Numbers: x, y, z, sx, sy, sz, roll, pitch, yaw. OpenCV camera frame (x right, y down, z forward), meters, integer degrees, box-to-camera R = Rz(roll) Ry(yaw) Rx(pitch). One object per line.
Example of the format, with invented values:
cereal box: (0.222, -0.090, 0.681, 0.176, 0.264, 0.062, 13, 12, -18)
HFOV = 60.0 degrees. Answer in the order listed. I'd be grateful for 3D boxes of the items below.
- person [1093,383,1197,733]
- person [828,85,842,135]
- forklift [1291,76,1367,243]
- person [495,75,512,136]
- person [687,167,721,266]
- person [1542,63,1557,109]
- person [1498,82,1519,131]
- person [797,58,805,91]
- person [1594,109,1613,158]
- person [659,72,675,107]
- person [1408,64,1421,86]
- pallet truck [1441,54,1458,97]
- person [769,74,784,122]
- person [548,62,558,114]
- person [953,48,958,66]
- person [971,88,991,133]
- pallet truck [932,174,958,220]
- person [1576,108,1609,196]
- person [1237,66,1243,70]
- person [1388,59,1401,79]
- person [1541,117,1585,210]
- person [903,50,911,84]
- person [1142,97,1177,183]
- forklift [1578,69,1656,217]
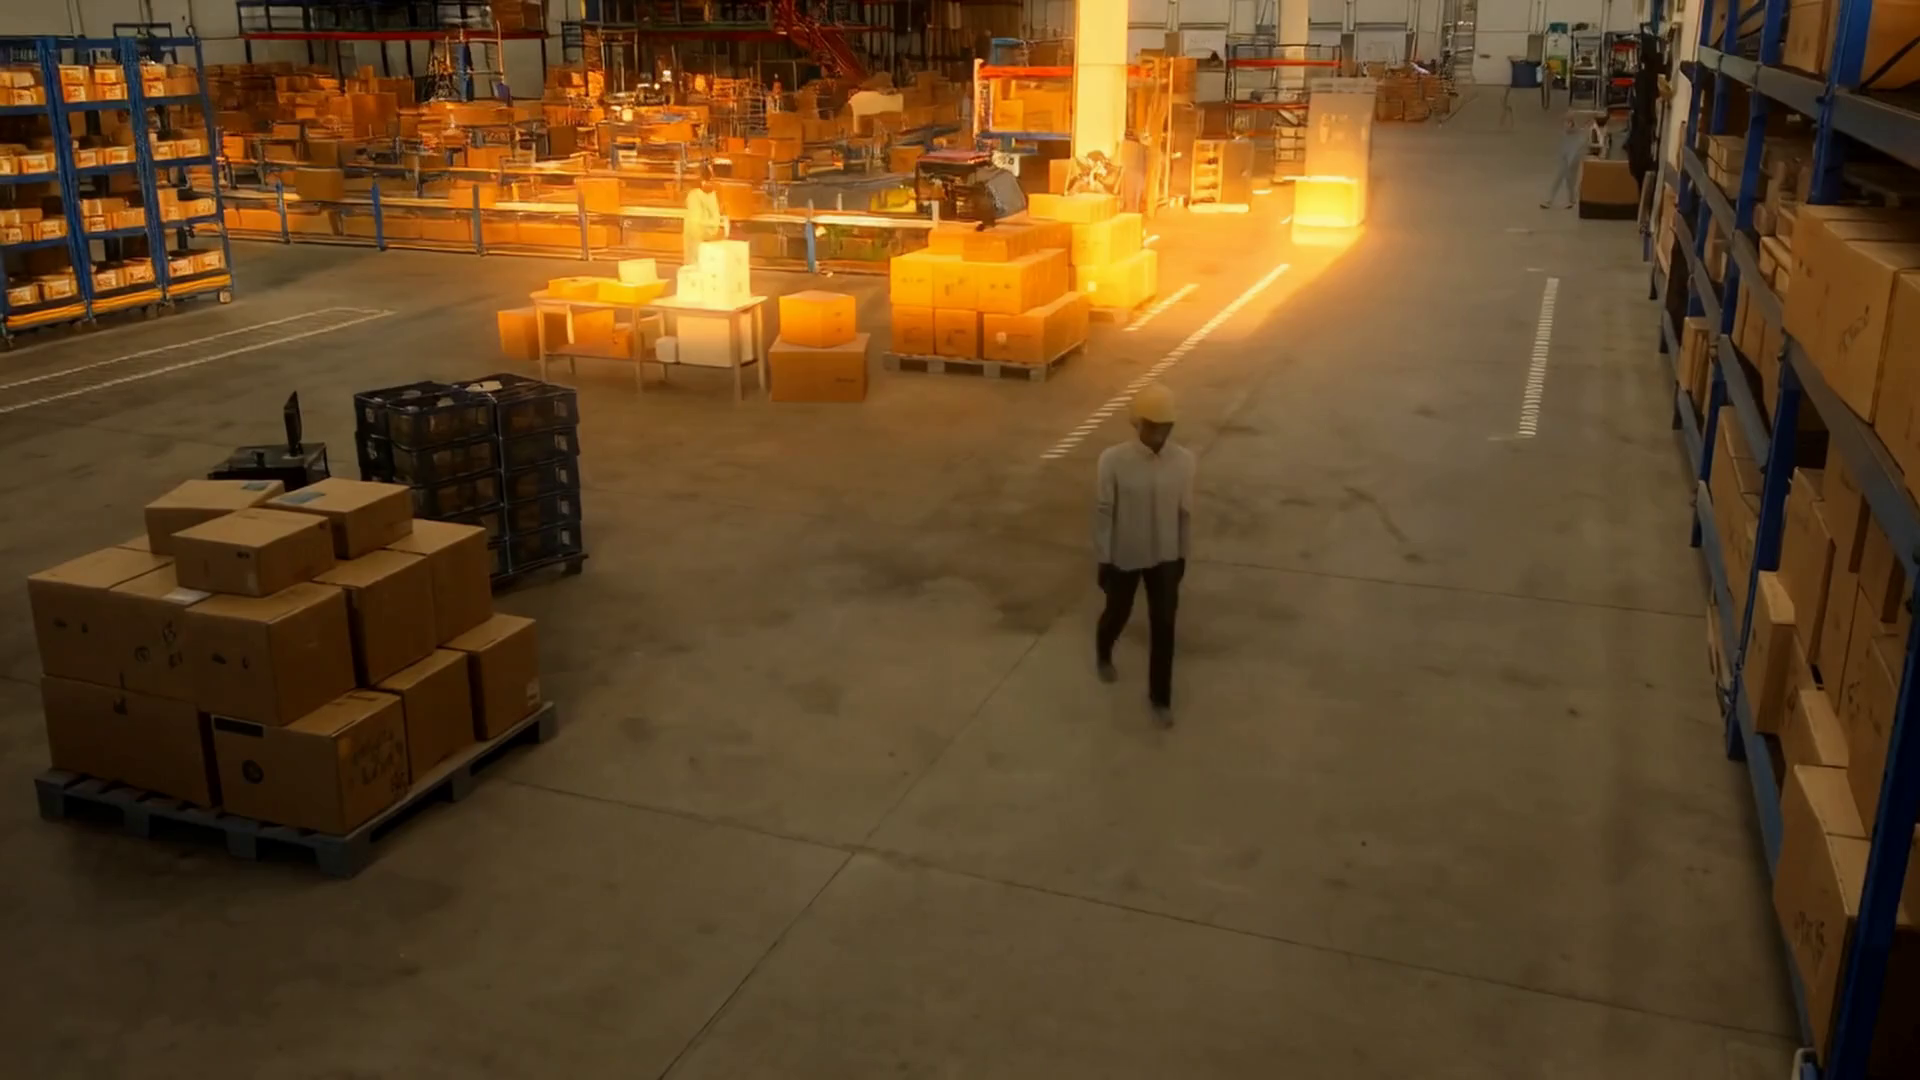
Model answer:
person: (1.024, 0.039, 9.517, 0.609, 1.970, 0.882, -3, 18, -9)
person: (-4.086, -14.152, 54.697, 0.502, 1.618, 0.646, 7, 19, 22)
forklift: (6.598, -6.755, 29.381, 1.129, 2.768, 1.873, 6, 19, 19)
person: (-14.817, -14.151, 54.152, 0.548, 1.934, 0.374, 3, 18, 9)
person: (-3.593, -4.363, 23.584, 0.416, 1.820, 0.589, 11, 21, 31)
person: (24.342, -18.725, 68.664, 0.553, 1.849, 0.521, 6, 19, 20)
person: (18.635, -14.658, 56.271, 0.806, 1.599, 0.542, -1, 18, -2)
person: (-7.003, -20.344, 73.601, 0.349, 1.940, 0.551, -10, 20, -30)
person: (15.277, -9.395, 39.604, 0.320, 1.692, 0.531, -16, 24, -42)
person: (-10.438, -15.742, 59.344, 0.598, 1.826, 0.403, -9, 20, -27)
person: (17.357, -17.214, 63.730, 0.609, 1.963, 0.369, -9, 20, -26)
pallet truck: (22.765, -21.886, 78.355, 0.823, 1.965, 1.885, -4, 18, -14)
person: (-6.793, -16.269, 61.196, 0.555, 1.698, 0.577, -2, 18, -6)
person: (-15.908, -17.696, 65.200, 0.402, 1.990, 0.622, -13, 22, -36)
person: (-0.182, -28.569, 99.693, 0.954, 1.793, 0.646, 4, 18, 12)
person: (0.608, -11.523, 45.994, 0.647, 1.882, 0.861, 9, 20, 27)
pallet truck: (-0.507, -5.292, 27.348, 0.653, 1.274, 1.630, 6, 19, 19)
person: (13.662, -8.352, 35.962, 0.554, 1.918, 0.605, -13, 22, -35)
person: (12.662, -20.837, 75.211, 0.586, 1.908, 0.771, 4, 18, 12)
person: (17.984, -18.823, 68.663, 0.768, 2.000, 0.755, 7, 19, 21)
person: (12.305, -7.628, 33.785, 0.983, 1.853, 0.636, -15, 23, -39)
person: (-2.885, -26.138, 91.976, 0.551, 1.833, 0.532, 2, 18, 6)
person: (4.696, -9.439, 39.236, 0.807, 2.013, 0.616, 2, 18, 6)
forklift: (13.219, -7.740, 32.475, 1.873, 2.768, 1.129, 6, 19, 18)
